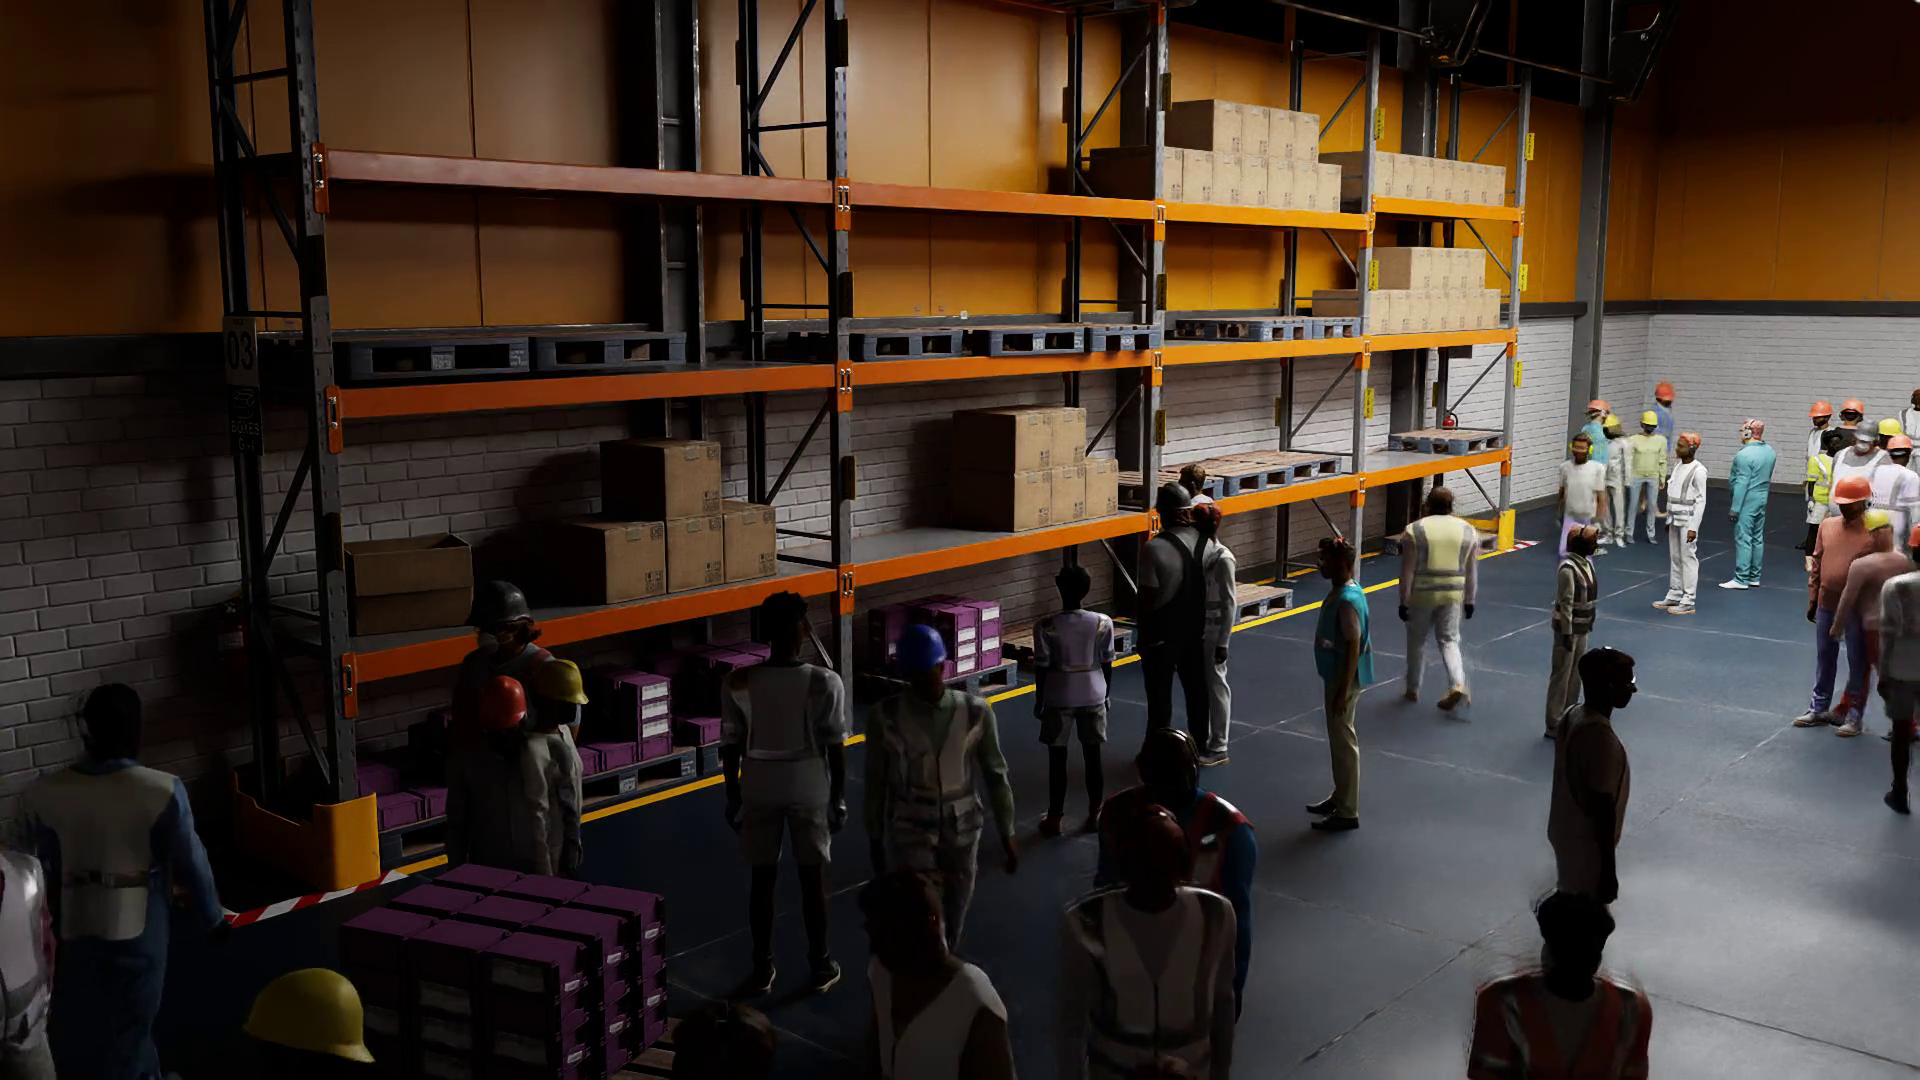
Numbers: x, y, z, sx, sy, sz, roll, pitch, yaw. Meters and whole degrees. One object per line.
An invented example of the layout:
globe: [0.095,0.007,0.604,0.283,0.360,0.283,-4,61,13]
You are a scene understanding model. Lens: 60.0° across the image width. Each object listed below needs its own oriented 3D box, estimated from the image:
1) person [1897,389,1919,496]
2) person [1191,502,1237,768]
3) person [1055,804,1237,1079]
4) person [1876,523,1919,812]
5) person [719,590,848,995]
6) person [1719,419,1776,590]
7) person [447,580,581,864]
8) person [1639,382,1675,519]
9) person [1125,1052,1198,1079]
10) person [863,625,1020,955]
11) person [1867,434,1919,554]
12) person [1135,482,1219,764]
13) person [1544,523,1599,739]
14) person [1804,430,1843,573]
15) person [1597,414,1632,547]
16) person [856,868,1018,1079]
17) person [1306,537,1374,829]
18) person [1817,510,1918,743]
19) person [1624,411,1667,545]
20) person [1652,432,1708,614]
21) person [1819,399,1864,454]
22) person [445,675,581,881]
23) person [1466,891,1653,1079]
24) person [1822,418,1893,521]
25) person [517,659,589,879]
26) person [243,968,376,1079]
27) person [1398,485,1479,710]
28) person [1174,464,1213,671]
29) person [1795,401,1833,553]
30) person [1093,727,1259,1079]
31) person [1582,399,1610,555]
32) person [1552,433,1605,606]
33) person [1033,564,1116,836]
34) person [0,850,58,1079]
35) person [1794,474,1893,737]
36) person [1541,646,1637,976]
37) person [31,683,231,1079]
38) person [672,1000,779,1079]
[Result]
person: [13.890,-1.256,24.191,0.574,1.882,0.356,7,11,37]
person: [1.748,0.665,11.795,0.362,1.883,0.575,-3,9,-18]
person: [0.582,1.719,5.170,0.581,1.824,1.041,0,9,0]
person: [6.151,0.834,10.586,0.551,1.921,0.612,2,9,11]
person: [-0.838,1.214,7.990,0.609,1.963,0.367,1,9,3]
person: [8.784,-0.397,18.569,0.648,1.907,0.409,-7,11,-37]
person: [-2.163,1.193,7.882,0.682,2.000,0.537,4,10,25]
person: [10.139,-1.306,24.186,0.561,1.994,0.752,8,12,43]
person: [0.524,1.992,4.067,0.529,1.619,0.472,5,10,28]
person: [-0.093,1.321,7.469,0.667,1.911,0.662,-2,9,-12]
person: [9.339,-0.099,16.647,0.506,1.900,0.678,-2,9,-15]
person: [1.502,0.587,11.790,0.682,2.000,0.535,-4,10,-26]
person: [4.608,0.684,12.495,0.314,1.631,0.519,7,11,39]
person: [10.231,-0.453,19.607,0.532,1.696,0.319,-1,9,-4]
person: [8.444,-0.765,21.551,0.392,1.722,0.545,-5,10,-29]
person: [-0.102,1.803,4.679,0.687,1.807,0.598,-5,10,-29]
person: [2.403,0.893,10.445,0.372,1.843,0.571,1,9,8]
person: [6.847,0.645,12.471,0.525,1.713,0.833,-6,10,-32]
person: [8.950,-0.812,21.720,0.526,1.760,0.340,1,9,9]
person: [7.480,-0.176,17.217,0.355,1.885,0.574,-1,9,-5]
person: [10.677,-0.688,20.066,0.614,2.030,0.409,5,10,30]
person: [-1.955,1.435,7.301,0.574,1.737,0.354,-2,9,-15]
person: [1.767,1.840,4.925,0.539,1.647,0.878,2,9,11]
person: [9.402,-0.291,17.456,0.535,2.000,0.694,-5,10,-31]
person: [-1.808,1.399,7.468,0.325,1.760,0.523,0,9,2]
person: [-1.580,1.913,3.776,0.413,1.875,0.669,6,10,32]
person: [3.839,0.472,13.314,0.651,1.810,0.813,0,9,-2]
person: [2.078,0.249,14.650,0.350,1.837,0.503,5,10,29]
person: [10.889,-0.801,21.106,0.388,1.930,0.544,-1,9,-8]
person: [0.766,1.575,6.106,0.623,1.835,0.431,5,10,29]
person: [7.978,-0.791,20.965,0.440,1.956,0.659,0,9,3]
person: [6.511,-0.204,17.515,0.520,1.847,0.711,6,11,34]
person: [0.700,0.988,10.302,0.534,1.700,0.318,-2,9,-12]
person: [-3.298,1.676,5.575,0.484,1.789,0.617,6,11,34]
person: [6.702,0.488,12.604,0.387,1.988,0.608,-5,10,-29]
person: [2.777,1.373,7.352,0.332,1.844,0.508,0,9,1]
person: [-3.202,1.476,6.535,0.600,1.884,0.871,1,9,9]
person: [-0.478,1.929,3.812,0.341,1.838,0.503,-2,9,-10]
